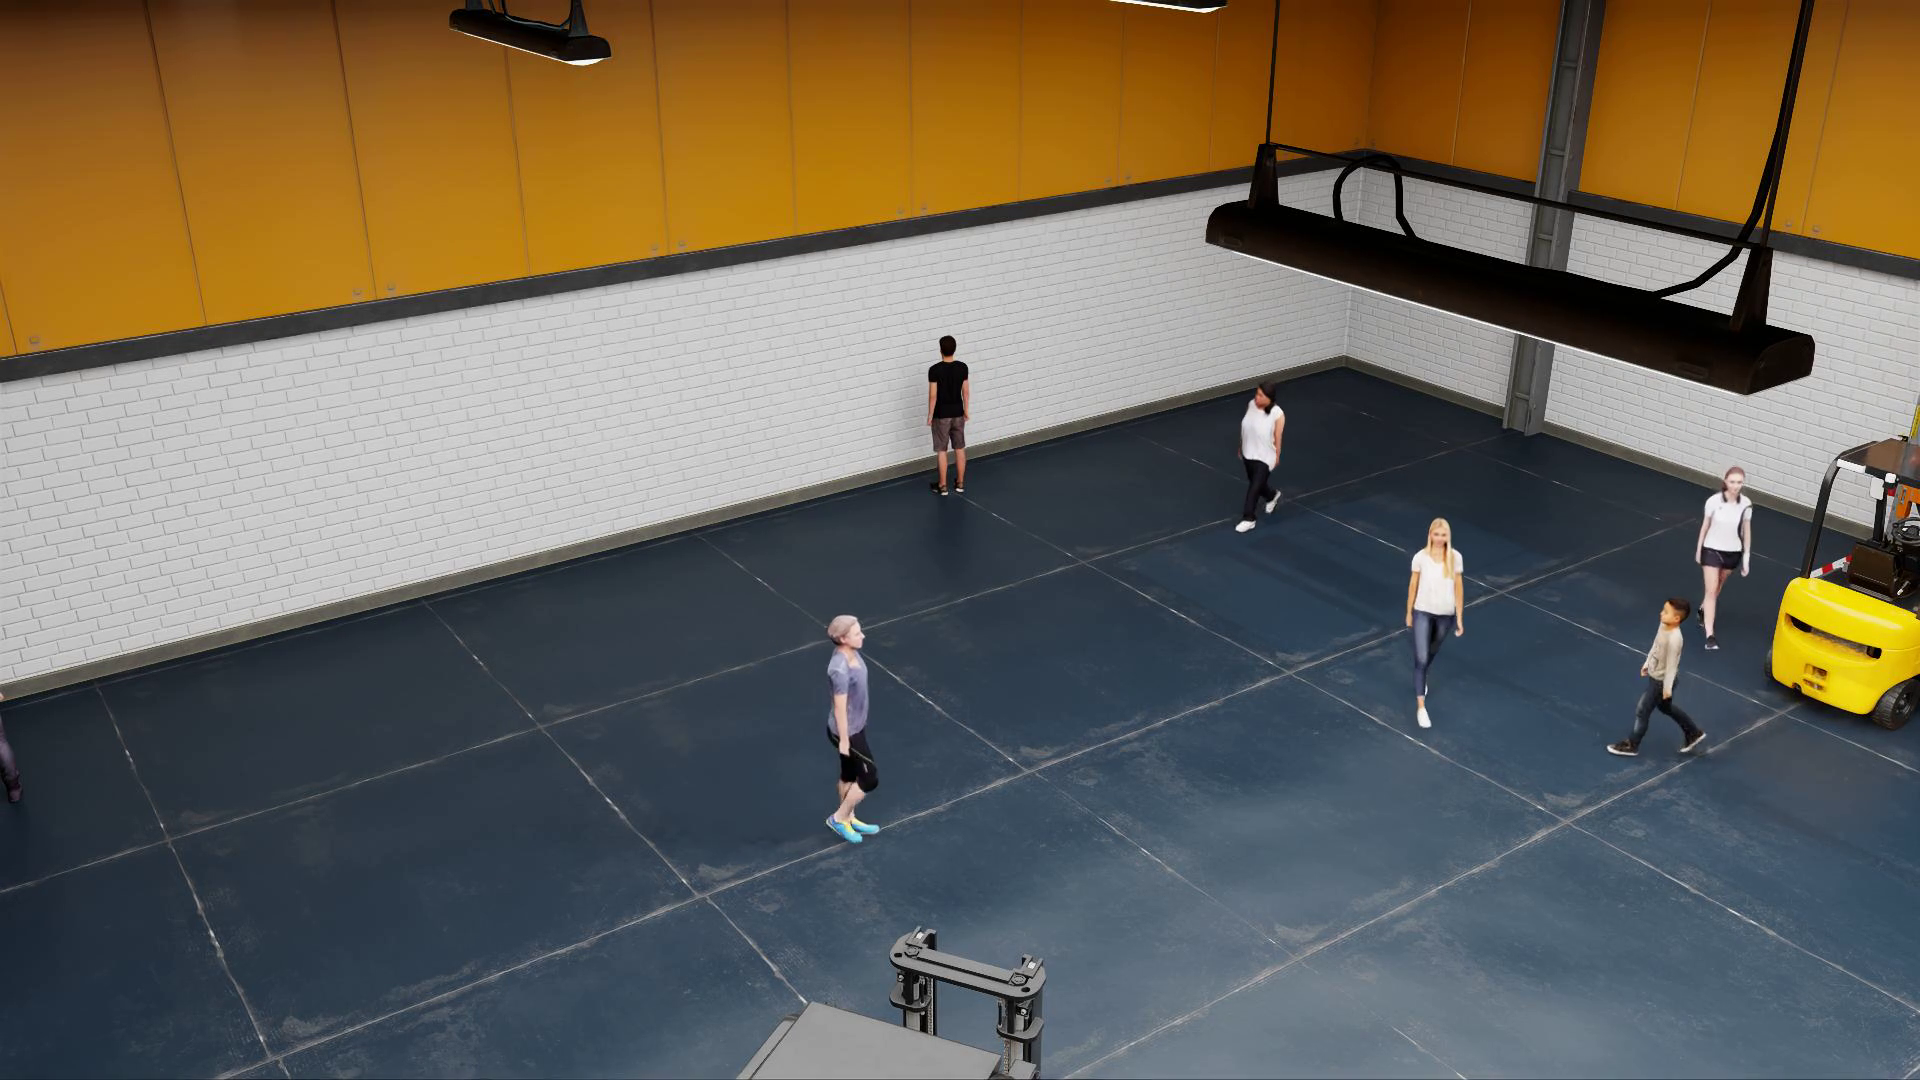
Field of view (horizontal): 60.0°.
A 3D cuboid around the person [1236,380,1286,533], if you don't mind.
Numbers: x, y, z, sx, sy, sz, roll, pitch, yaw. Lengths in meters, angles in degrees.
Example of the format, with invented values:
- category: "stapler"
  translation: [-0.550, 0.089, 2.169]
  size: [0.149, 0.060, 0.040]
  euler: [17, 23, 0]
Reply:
- category: "person"
  translation: [3.296, -0.949, 18.116]
  size: [0.745, 1.660, 0.952]
  euler: [-14, 27, -29]

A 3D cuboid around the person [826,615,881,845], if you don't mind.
- category: "person"
  translation: [-0.912, 1.418, 12.421]
  size: [0.867, 1.883, 0.789]
  euler: [1, 24, 3]

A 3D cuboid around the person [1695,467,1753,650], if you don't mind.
- category: "person"
  translation: [7.132, 0.126, 15.612]
  size: [1.099, 1.694, 1.170]
  euler: [4, 24, 8]

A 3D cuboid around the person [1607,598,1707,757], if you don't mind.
- category: "person"
  translation: [5.820, 1.139, 13.613]
  size: [1.036, 1.441, 0.935]
  euler: [6, 24, 13]

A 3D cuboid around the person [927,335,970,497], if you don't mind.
- category: "person"
  translation: [-0.136, -1.431, 18.967]
  size: [0.723, 1.861, 0.655]
  euler: [-10, 25, -21]

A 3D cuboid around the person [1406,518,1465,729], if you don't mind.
- category: "person"
  translation: [4.071, 0.637, 14.360]
  size: [1.036, 1.762, 1.208]
  euler: [1, 24, 1]
